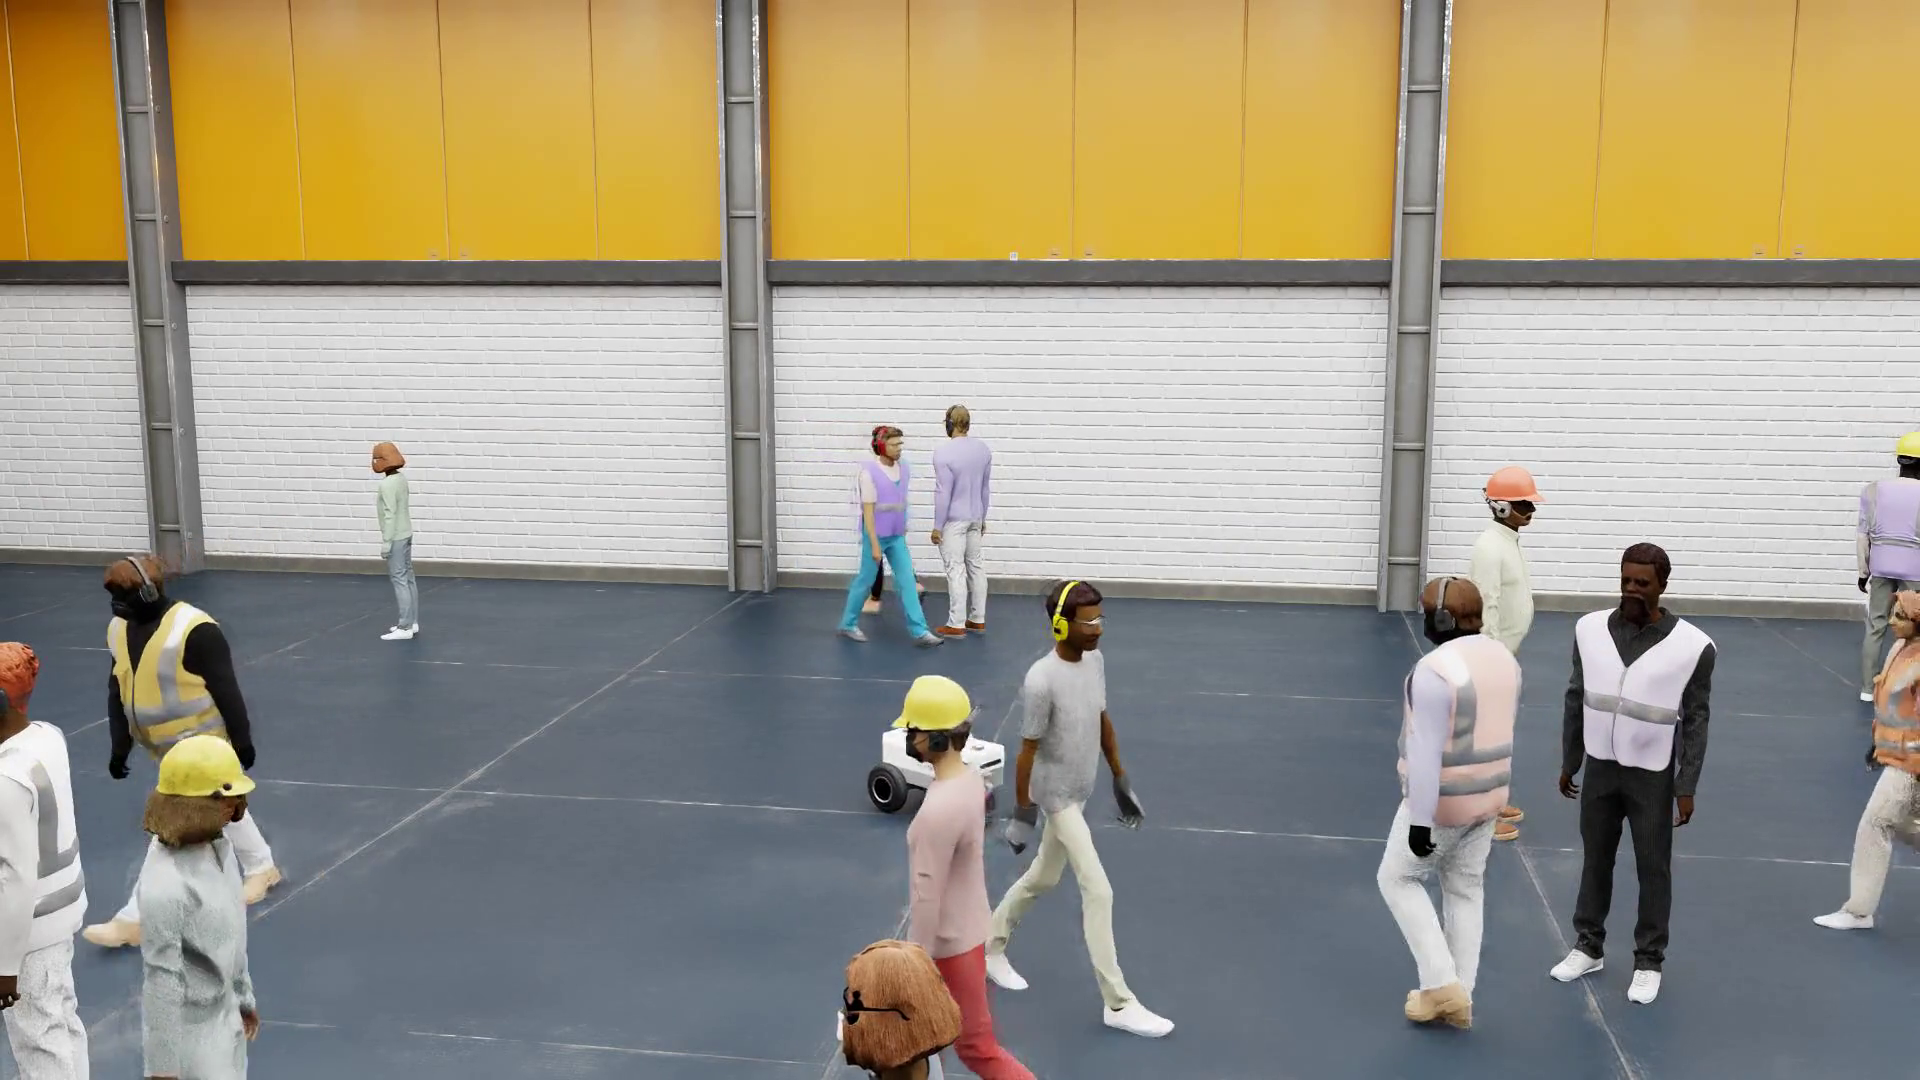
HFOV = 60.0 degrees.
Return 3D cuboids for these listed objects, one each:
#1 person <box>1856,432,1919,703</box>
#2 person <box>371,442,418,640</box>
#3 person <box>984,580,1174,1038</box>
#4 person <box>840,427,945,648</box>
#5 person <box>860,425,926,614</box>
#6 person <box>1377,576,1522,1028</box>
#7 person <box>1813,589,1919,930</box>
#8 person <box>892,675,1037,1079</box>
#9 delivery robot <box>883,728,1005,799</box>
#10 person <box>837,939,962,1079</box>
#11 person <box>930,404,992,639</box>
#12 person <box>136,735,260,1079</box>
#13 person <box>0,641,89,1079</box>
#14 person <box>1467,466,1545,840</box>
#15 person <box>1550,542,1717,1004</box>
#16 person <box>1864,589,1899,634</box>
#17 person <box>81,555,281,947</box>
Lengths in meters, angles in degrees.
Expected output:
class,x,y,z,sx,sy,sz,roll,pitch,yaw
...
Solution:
class,x,y,z,sx,sy,sz,roll,pitch,yaw
person,6.533,0.211,11.544,0.371,1.927,0.588,-8,12,-41
person,-4.665,0.006,13.717,0.287,1.631,0.501,0,9,-2
person,0.408,1.042,6.761,0.980,1.824,0.511,5,10,27
person,-0.591,-0.022,13.401,0.992,1.789,0.592,7,12,37
person,-0.622,-0.174,14.646,0.579,1.684,0.557,5,11,30
person,1.967,1.053,6.669,0.663,1.822,0.443,-7,12,-38
person,4.377,1.012,7.577,0.736,1.610,0.516,3,10,18
person,0.029,1.298,5.462,0.858,1.729,0.552,1,9,8
delivery robot,-0.094,1.214,9.291,0.707,0.478,0.477,8,12,40
person,-0.136,1.645,3.598,0.279,1.634,0.499,-1,9,-6
person,0.003,-0.152,13.749,0.354,1.937,0.635,8,12,42
person,-2.192,1.401,4.809,0.406,1.728,0.494,-1,9,-7
person,-2.988,1.245,5.308,0.355,1.882,0.576,-3,10,-19
person,2.911,0.592,8.984,0.386,1.996,0.610,5,10,27
person,2.817,0.955,6.978,0.592,1.922,0.392,9,13,42
person,7.729,-0.045,13.356,0.602,1.855,0.516,1,9,3
person,-3.606,0.924,7.687,0.629,1.760,1.040,6,11,31
